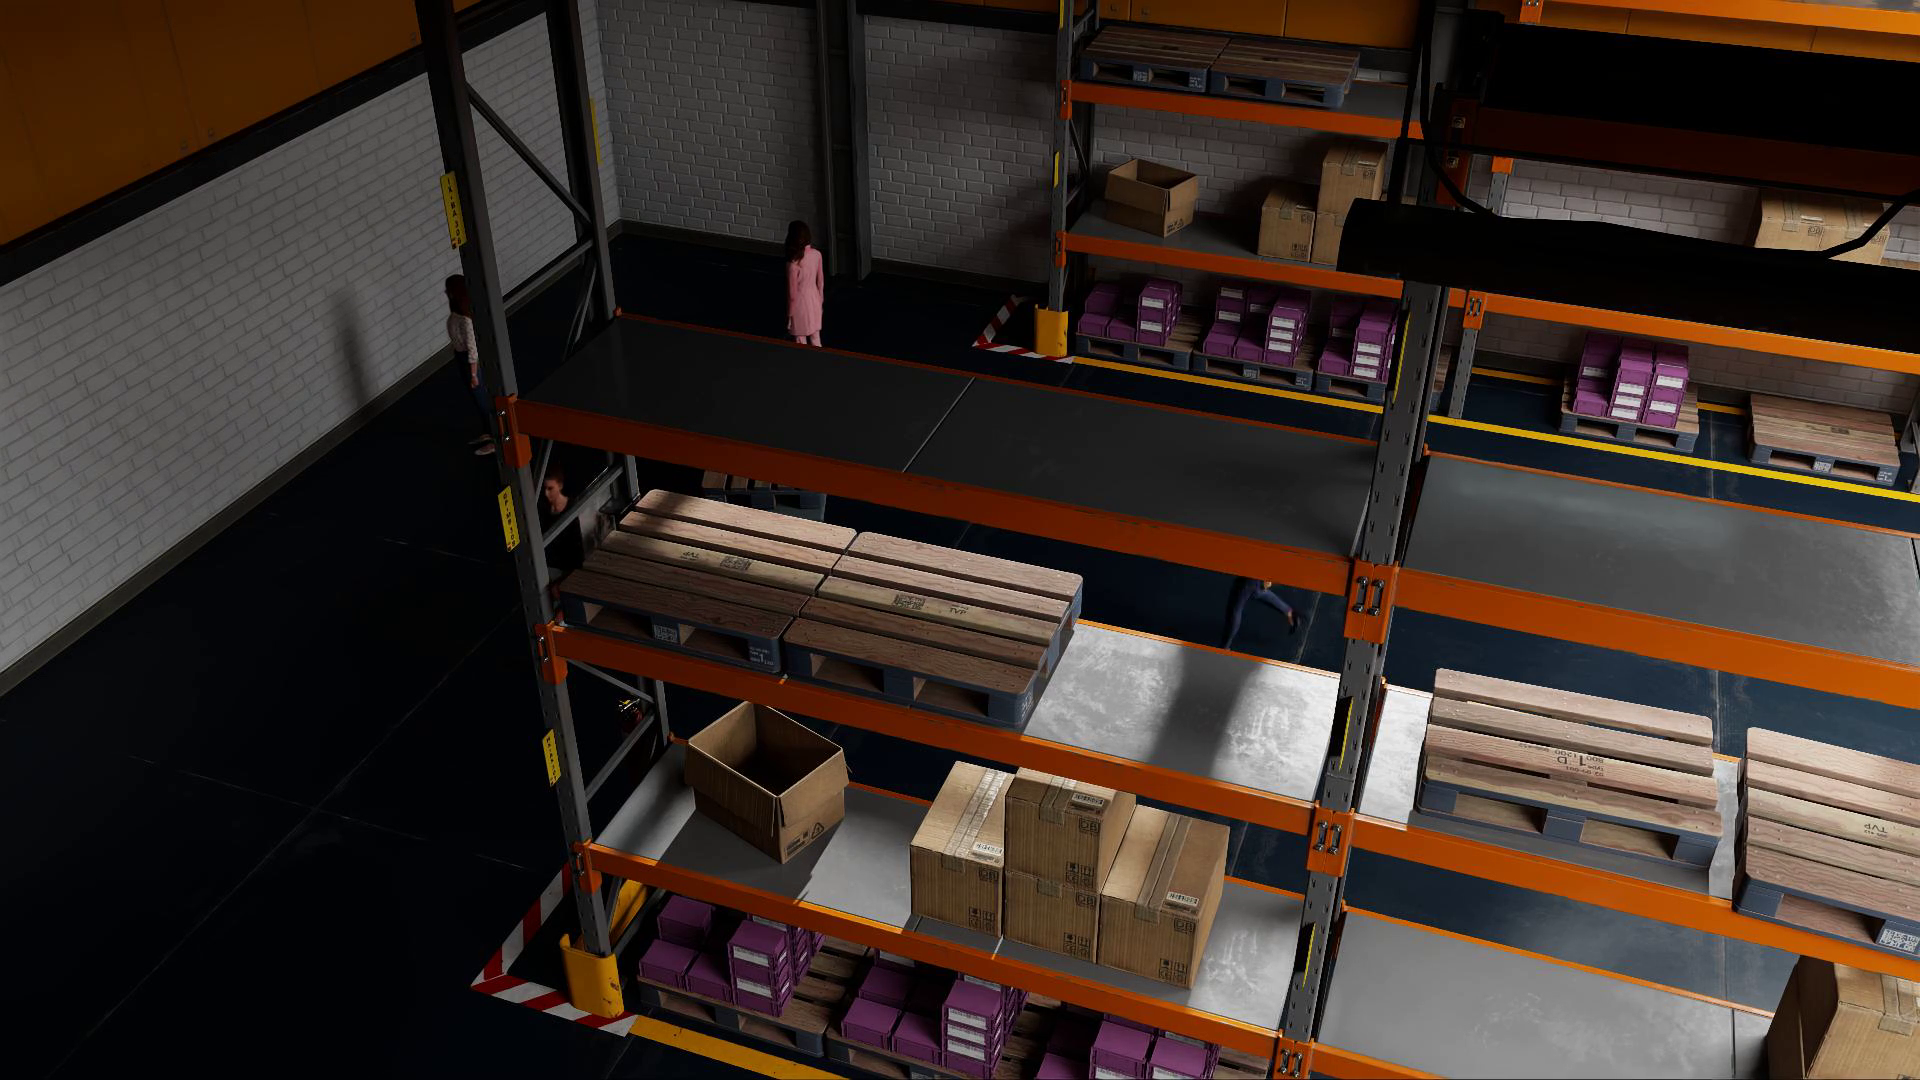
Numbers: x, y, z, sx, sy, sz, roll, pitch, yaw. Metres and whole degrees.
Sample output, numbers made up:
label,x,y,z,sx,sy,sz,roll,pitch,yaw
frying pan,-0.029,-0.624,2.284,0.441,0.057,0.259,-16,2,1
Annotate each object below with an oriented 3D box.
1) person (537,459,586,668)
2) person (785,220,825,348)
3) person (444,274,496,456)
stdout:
label,x,y,z,sx,sy,sz,roll,pitch,yaw
person,-2.888,0.132,12.410,1.121,1.626,0.877,1,34,2
person,-1.461,-2.155,15.691,0.649,1.802,0.685,27,42,34
person,-4.370,-1.592,14.911,0.694,1.728,0.635,-14,36,-20
